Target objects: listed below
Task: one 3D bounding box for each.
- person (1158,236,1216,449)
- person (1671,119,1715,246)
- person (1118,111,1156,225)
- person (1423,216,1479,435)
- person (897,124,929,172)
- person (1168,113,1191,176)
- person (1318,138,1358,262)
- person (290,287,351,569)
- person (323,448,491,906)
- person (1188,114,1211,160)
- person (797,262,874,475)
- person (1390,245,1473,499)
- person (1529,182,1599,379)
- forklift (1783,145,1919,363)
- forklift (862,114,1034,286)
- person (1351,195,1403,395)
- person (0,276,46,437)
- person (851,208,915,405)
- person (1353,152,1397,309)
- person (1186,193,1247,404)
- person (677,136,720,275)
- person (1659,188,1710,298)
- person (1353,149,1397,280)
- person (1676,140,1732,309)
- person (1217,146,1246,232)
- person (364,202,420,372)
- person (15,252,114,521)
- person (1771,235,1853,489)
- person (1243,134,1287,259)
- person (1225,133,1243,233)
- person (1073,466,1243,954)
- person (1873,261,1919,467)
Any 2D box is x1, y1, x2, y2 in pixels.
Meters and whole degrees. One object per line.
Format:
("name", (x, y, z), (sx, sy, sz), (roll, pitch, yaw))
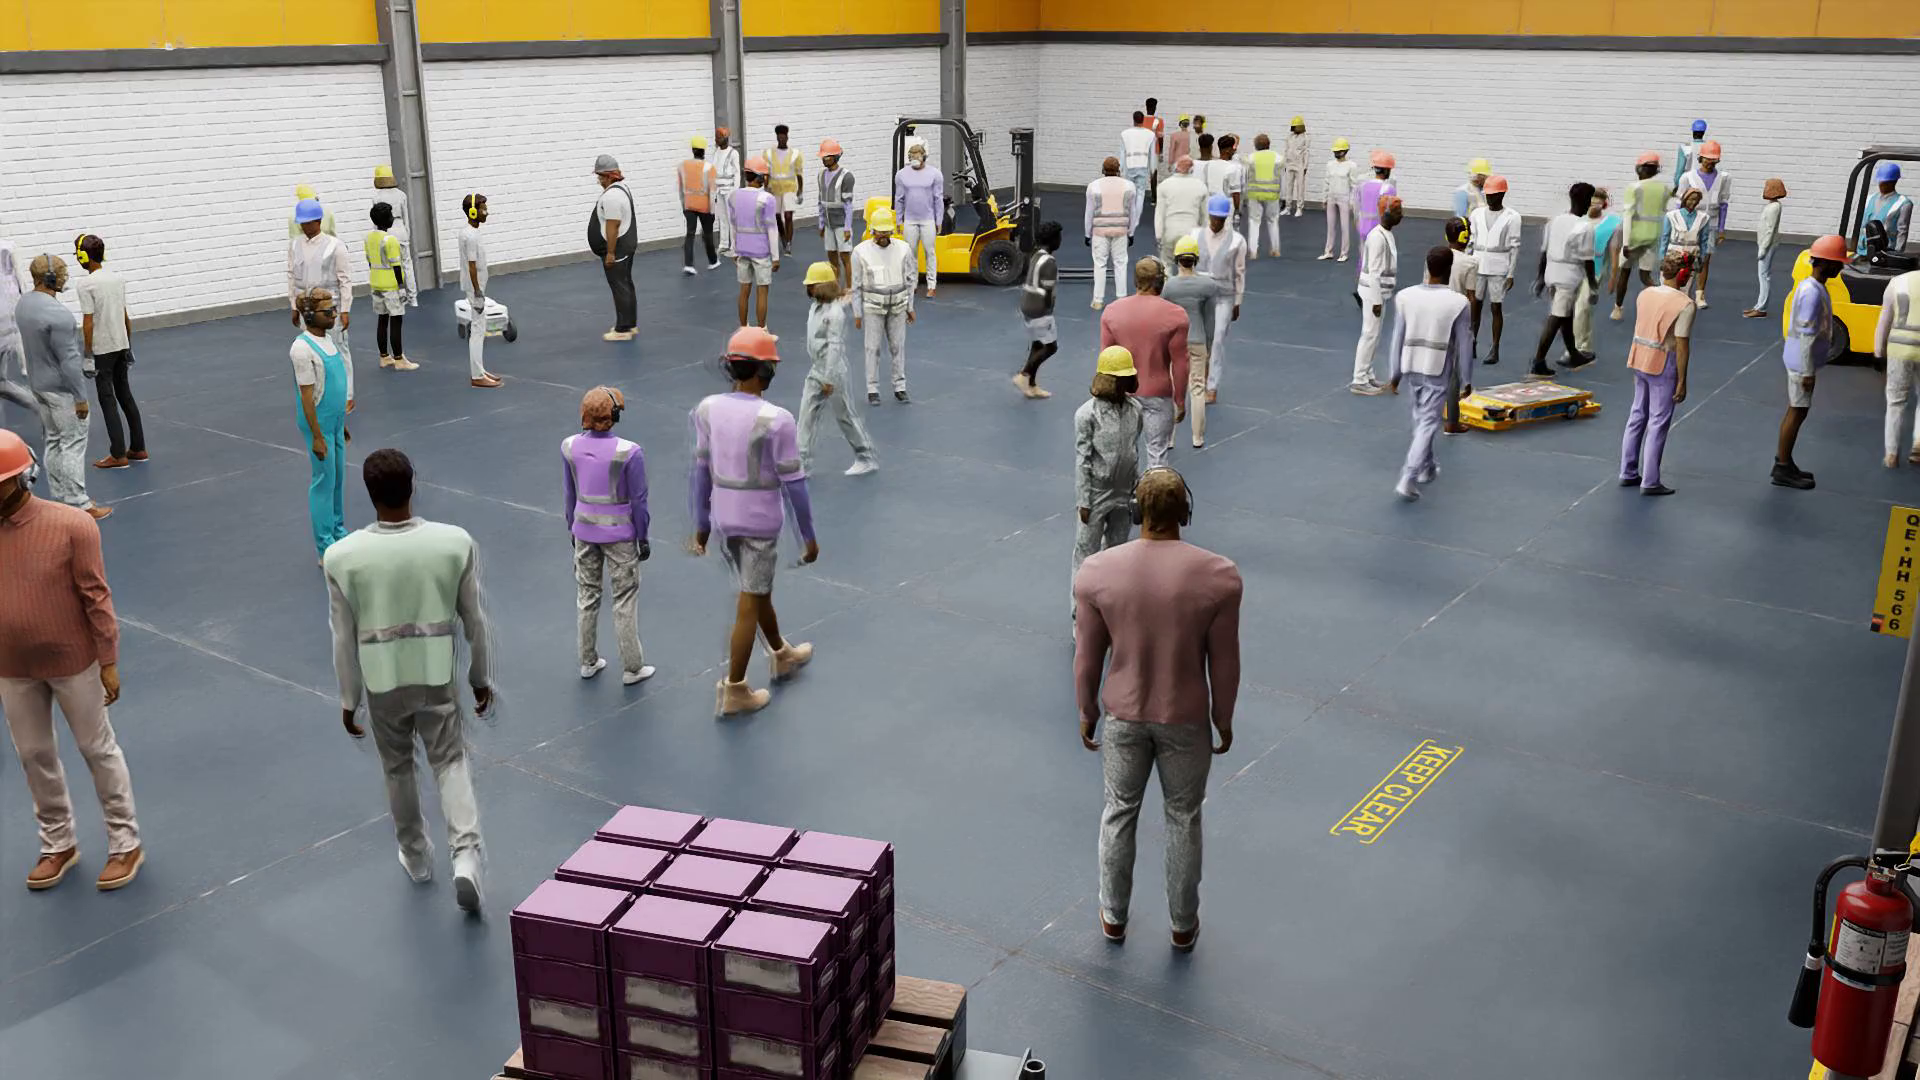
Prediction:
("person", (1.850, -1.625, 13.784), (0.523, 1.769, 0.313), (-2, 18, -6))
("person", (11.114, -5.381, 25.237), (0.615, 1.945, 0.404), (-1, 18, -3))
("person", (2.998, -6.293, 28.180), (0.652, 1.889, 0.467), (0, 18, 0))
("person", (4.193, -1.838, 14.305), (0.513, 1.857, 0.331), (15, 23, 39))
("person", (-0.789, -5.787, 26.540), (0.591, 1.927, 0.366), (-5, 18, -15))
("person", (3.981, -6.731, 29.774), (0.532, 1.758, 0.344), (-3, 18, -9))
("person", (5.482, -4.924, 24.107), (0.532, 1.765, 0.328), (17, 24, 42))
("person", (-4.119, -0.725, 10.839), (0.344, 1.847, 0.504), (-1, 18, -2))
("person", (-2.193, 0.579, 6.717), (0.604, 1.885, 0.757), (-9, 20, -25))
("person", (4.107, -6.337, 28.398), (0.671, 1.844, 0.521), (-12, 21, -33))
("person", (-1.039, -1.306, 12.891), (0.813, 1.703, 0.498), (-10, 20, -29))
("person", (3.534, -1.273, 12.508), (0.598, 1.880, 0.960), (17, 24, 42))
("person", (6.102, -2.562, 16.454), (0.975, 1.919, 0.626), (-5, 19, -17))
("forklift", (9.803, -2.879, 17.013), (2.313, 2.155, 1.214), (12, 21, 33))
("forklift", (-0.171, -4.594, 22.377), (2.313, 2.155, 1.214), (1, 18, 3))
("person", (3.966, -2.322, 15.796), (0.355, 1.876, 0.578), (8, 19, 22))
("person", (-7.967, -1.632, 13.741), (0.647, 1.807, 0.597), (-3, 18, -10))
("person", (-0.705, -2.148, 15.342), (0.601, 1.817, 0.403), (-6, 19, -19))
("person", (4.942, -3.668, 19.942), (0.576, 1.918, 0.543), (-13, 22, -35))
("person", (2.363, -2.284, 15.580), (0.617, 1.928, 0.774), (5, 18, 16))
("person", (-3.623, -4.629, 23.022), (0.590, 1.884, 1.017), (4, 18, 12))
("person", (8.142, -3.147, 18.765), (0.518, 1.632, 0.313), (2, 18, 6))
("person", (5.578, -4.372, 22.411), (0.563, 1.743, 0.337), (2, 18, 7))
("person", (9.016, -3.825, 20.243), (0.601, 2.036, 0.402), (1, 18, 4))
("person", (3.574, -4.526, 22.646), (0.556, 1.890, 0.965), (0, 18, -1))
("person", (-5.764, -2.550, 16.789), (0.540, 1.696, 0.316), (15, 23, 38))
("person", (-6.365, -1.061, 11.764), (0.637, 1.930, 0.372), (13, 22, 36))
("person", (6.484, -1.359, 12.694), (0.370, 1.928, 0.544), (9, 20, 27))
("person", (4.441, -5.028, 24.408), (0.658, 1.796, 0.682), (3, 18, 8))
("person", (3.886, -4.916, 23.949), (0.349, 1.847, 0.506), (1, 18, 3))
("person", (0.743, 0.664, 6.359), (0.628, 1.932, 0.381), (4, 18, 11))
("person", (7.595, -1.469, 13.199), (0.640, 1.824, 0.436), (9, 20, 26))
